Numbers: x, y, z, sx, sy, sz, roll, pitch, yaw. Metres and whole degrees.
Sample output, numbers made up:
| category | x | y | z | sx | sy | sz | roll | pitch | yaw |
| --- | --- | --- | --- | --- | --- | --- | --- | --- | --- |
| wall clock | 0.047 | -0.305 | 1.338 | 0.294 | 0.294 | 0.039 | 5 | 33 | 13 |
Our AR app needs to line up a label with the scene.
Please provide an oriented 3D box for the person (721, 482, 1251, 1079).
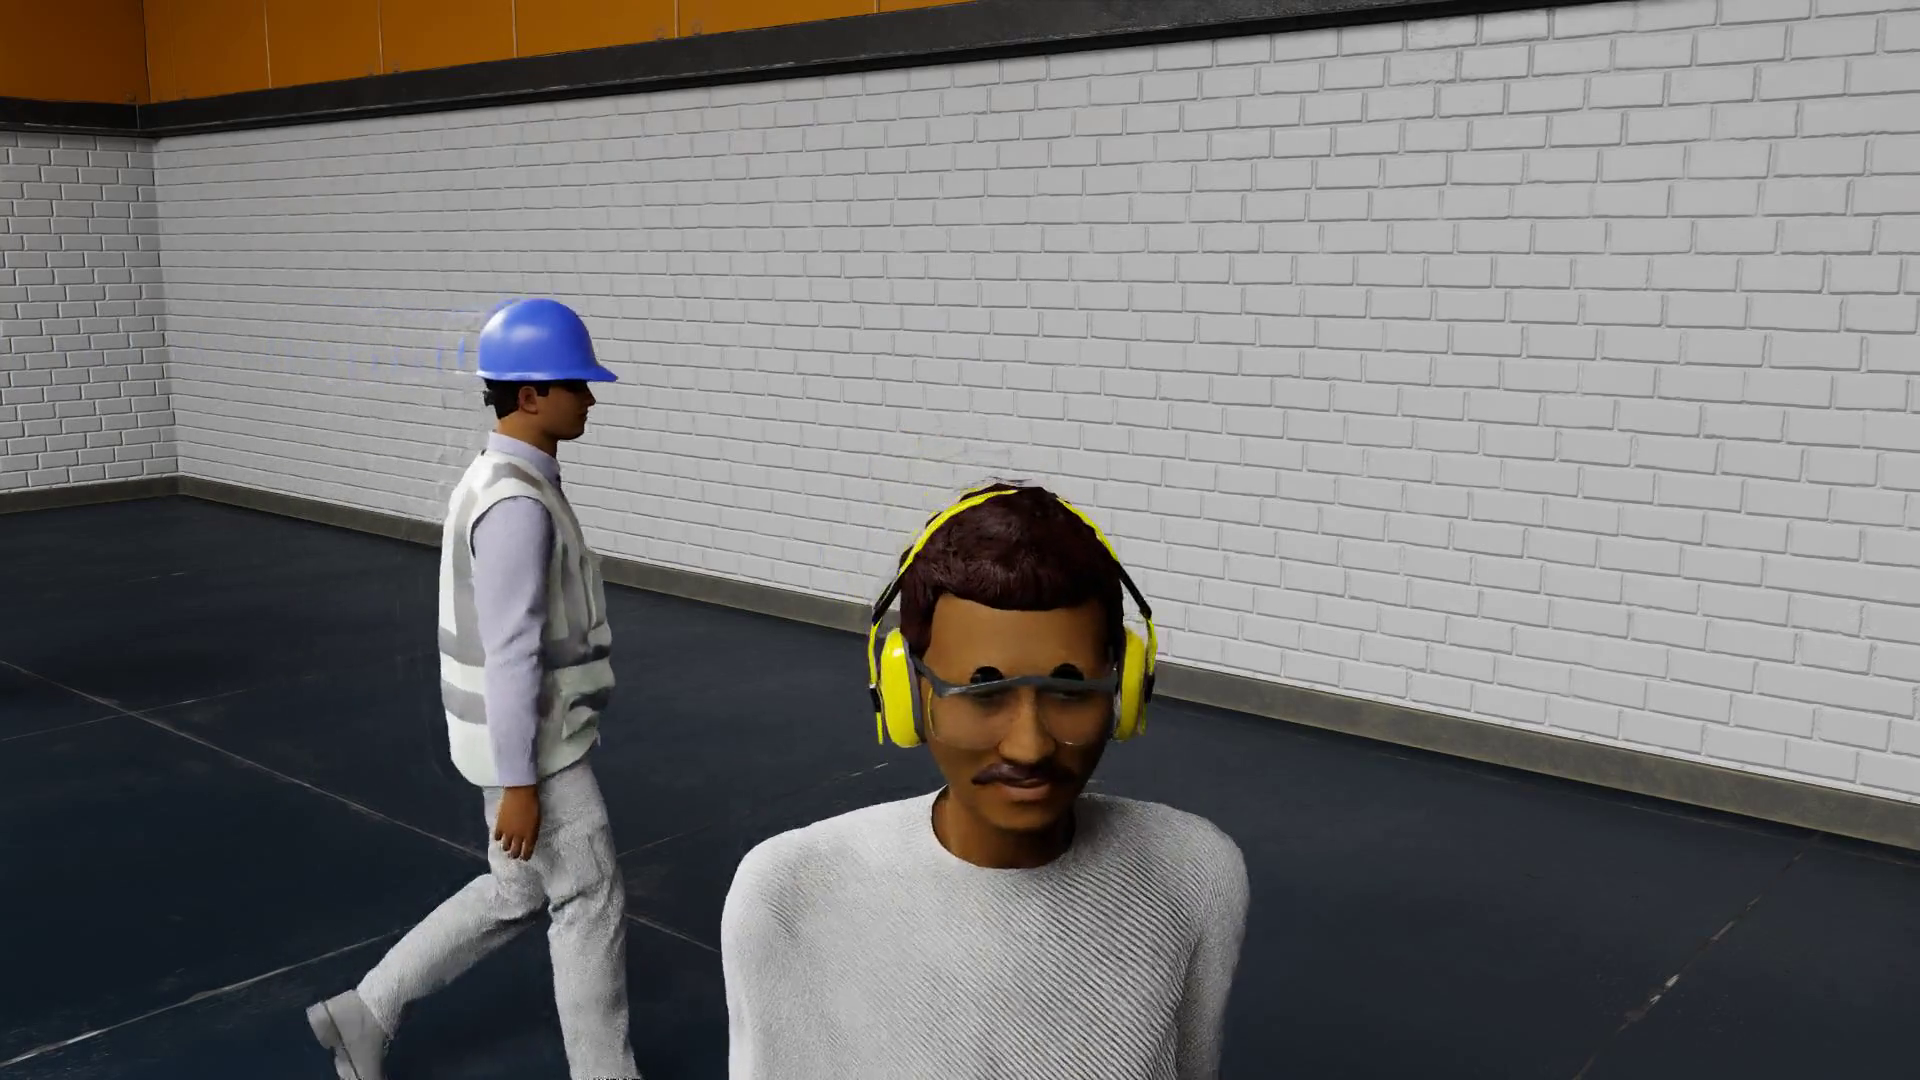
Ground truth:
| category | x | y | z | sx | sy | sz | roll | pitch | yaw |
| --- | --- | --- | --- | --- | --- | --- | --- | --- | --- |
| person | 0.031 | 0.860 | 1.495 | 0.505 | 1.819 | 0.972 | -1 | 10 | -6 |

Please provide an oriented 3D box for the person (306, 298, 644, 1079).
| category | x | y | z | sx | sy | sz | roll | pitch | yaw |
| --- | --- | --- | --- | --- | --- | --- | --- | --- | --- |
| person | -1.041 | 0.431 | 3.696 | 0.810 | 1.925 | 0.617 | -3 | 10 | -14 |
